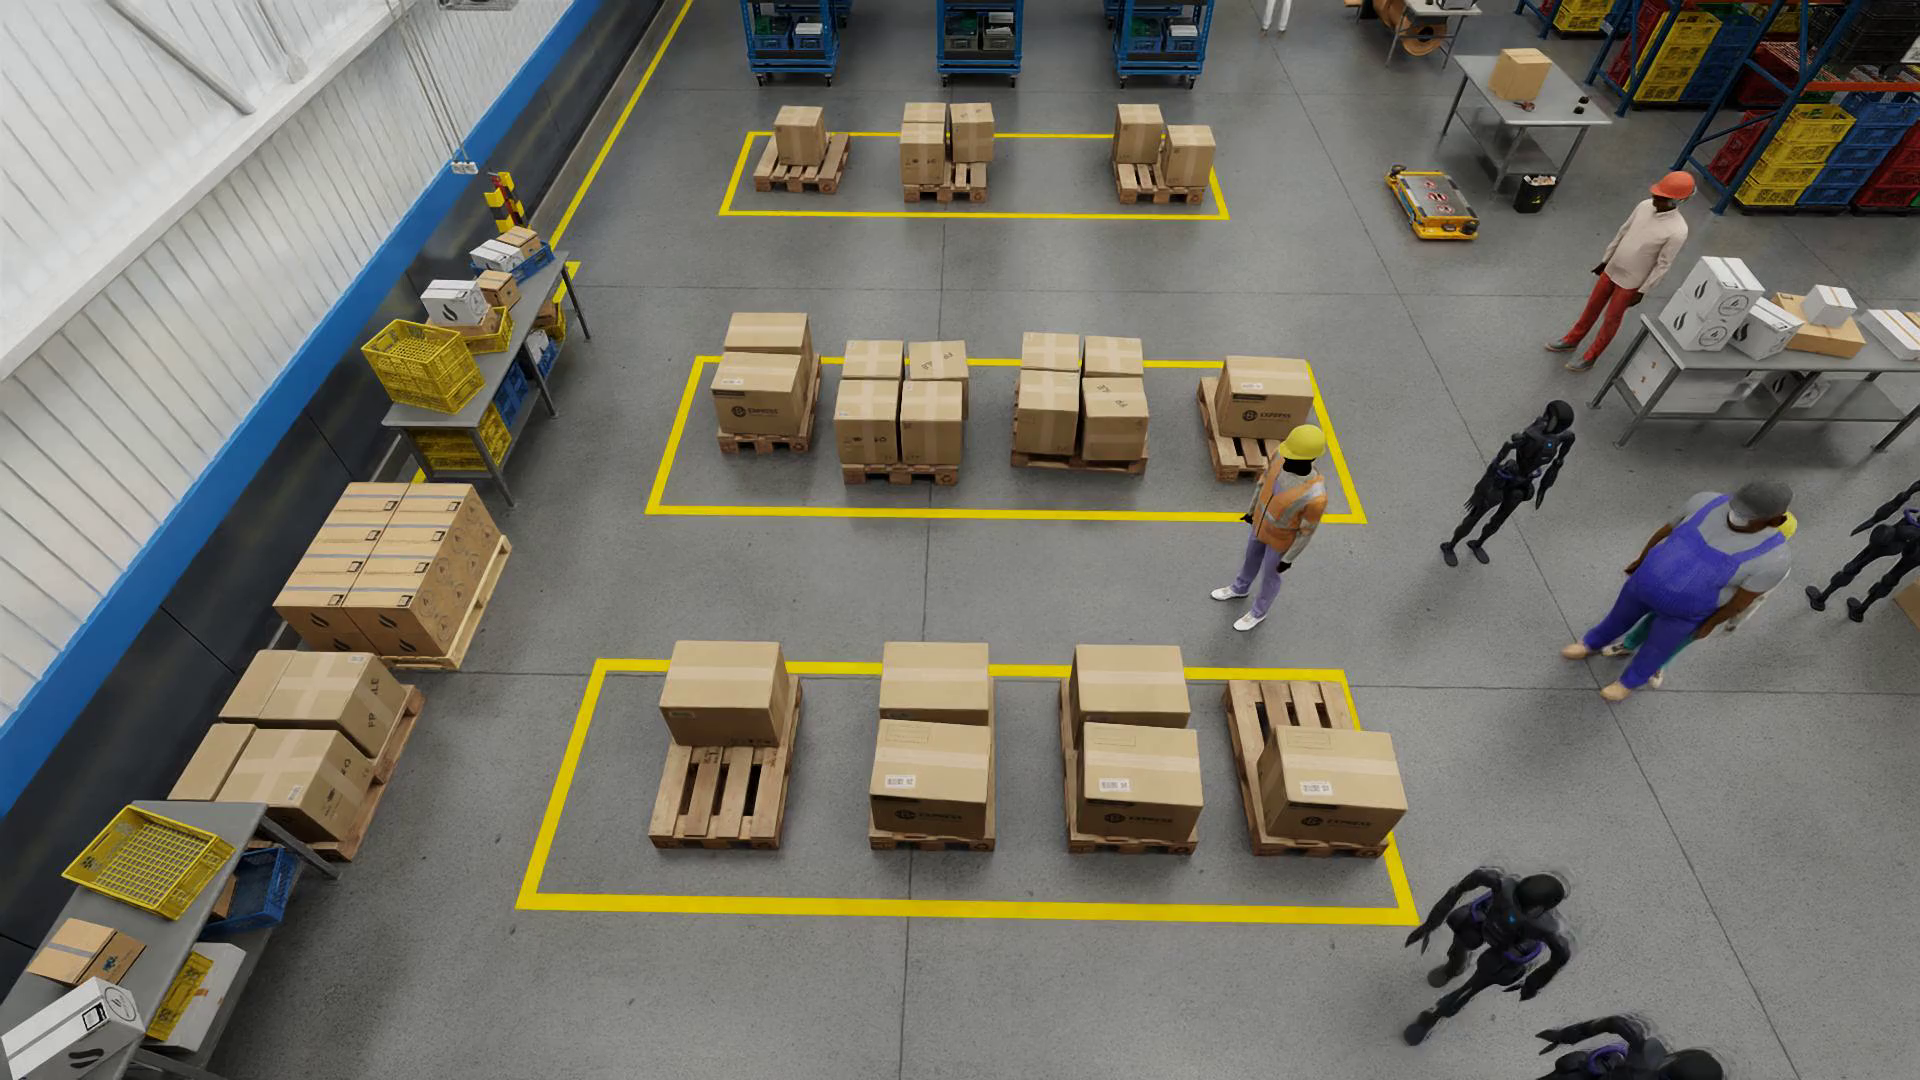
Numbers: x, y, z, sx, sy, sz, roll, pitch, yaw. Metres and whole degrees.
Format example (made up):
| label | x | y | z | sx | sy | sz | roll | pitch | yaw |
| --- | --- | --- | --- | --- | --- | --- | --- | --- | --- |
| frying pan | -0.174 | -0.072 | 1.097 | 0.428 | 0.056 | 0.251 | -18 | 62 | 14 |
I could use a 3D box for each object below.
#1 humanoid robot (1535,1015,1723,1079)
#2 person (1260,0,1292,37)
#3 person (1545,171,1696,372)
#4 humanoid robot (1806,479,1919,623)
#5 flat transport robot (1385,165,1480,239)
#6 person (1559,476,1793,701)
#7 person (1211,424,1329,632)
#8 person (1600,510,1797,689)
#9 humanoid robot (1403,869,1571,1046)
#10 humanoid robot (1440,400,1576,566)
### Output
| label | x | y | z | sx | sy | sz | roll | pitch | yaw |
| --- | --- | --- | --- | --- | --- | --- | --- | --- | --- |
| humanoid robot | 2.994 | 2.628 | 4.329 | 0.403 | 1.651 | 0.627 | -11 | 50 | -10 |
| person | 5.012 | -8.773 | 14.058 | 0.579 | 1.882 | 0.340 | 12 | 50 | 10 |
| person | 6.180 | -2.471 | 8.533 | 0.388 | 1.990 | 0.621 | -7 | 50 | -6 |
| humanoid robot | 6.922 | -0.043 | 6.636 | 0.579 | 1.652 | 0.308 | 20 | 52 | 16 |
| flat transport robot | 5.692 | -4.094 | 11.059 | 0.652 | 0.197 | 1.431 | 1 | 49 | 1 |
| person | 4.746 | 0.325 | 6.081 | 0.538 | 2.000 | 0.685 | -17 | 51 | -14 |
| person | 2.225 | -0.073 | 6.500 | 0.359 | 1.927 | 0.586 | -15 | 51 | -13 |
| person | 5.008 | 0.382 | 6.222 | 0.356 | 1.758 | 0.569 | -31 | 56 | -24 |
| humanoid robot | 2.718 | 2.136 | 4.768 | 0.713 | 1.630 | 0.577 | -21 | 52 | -17 |
| humanoid robot | 4.175 | -0.402 | 6.949 | 0.554 | 1.653 | 0.318 | -3 | 49 | -3 |
